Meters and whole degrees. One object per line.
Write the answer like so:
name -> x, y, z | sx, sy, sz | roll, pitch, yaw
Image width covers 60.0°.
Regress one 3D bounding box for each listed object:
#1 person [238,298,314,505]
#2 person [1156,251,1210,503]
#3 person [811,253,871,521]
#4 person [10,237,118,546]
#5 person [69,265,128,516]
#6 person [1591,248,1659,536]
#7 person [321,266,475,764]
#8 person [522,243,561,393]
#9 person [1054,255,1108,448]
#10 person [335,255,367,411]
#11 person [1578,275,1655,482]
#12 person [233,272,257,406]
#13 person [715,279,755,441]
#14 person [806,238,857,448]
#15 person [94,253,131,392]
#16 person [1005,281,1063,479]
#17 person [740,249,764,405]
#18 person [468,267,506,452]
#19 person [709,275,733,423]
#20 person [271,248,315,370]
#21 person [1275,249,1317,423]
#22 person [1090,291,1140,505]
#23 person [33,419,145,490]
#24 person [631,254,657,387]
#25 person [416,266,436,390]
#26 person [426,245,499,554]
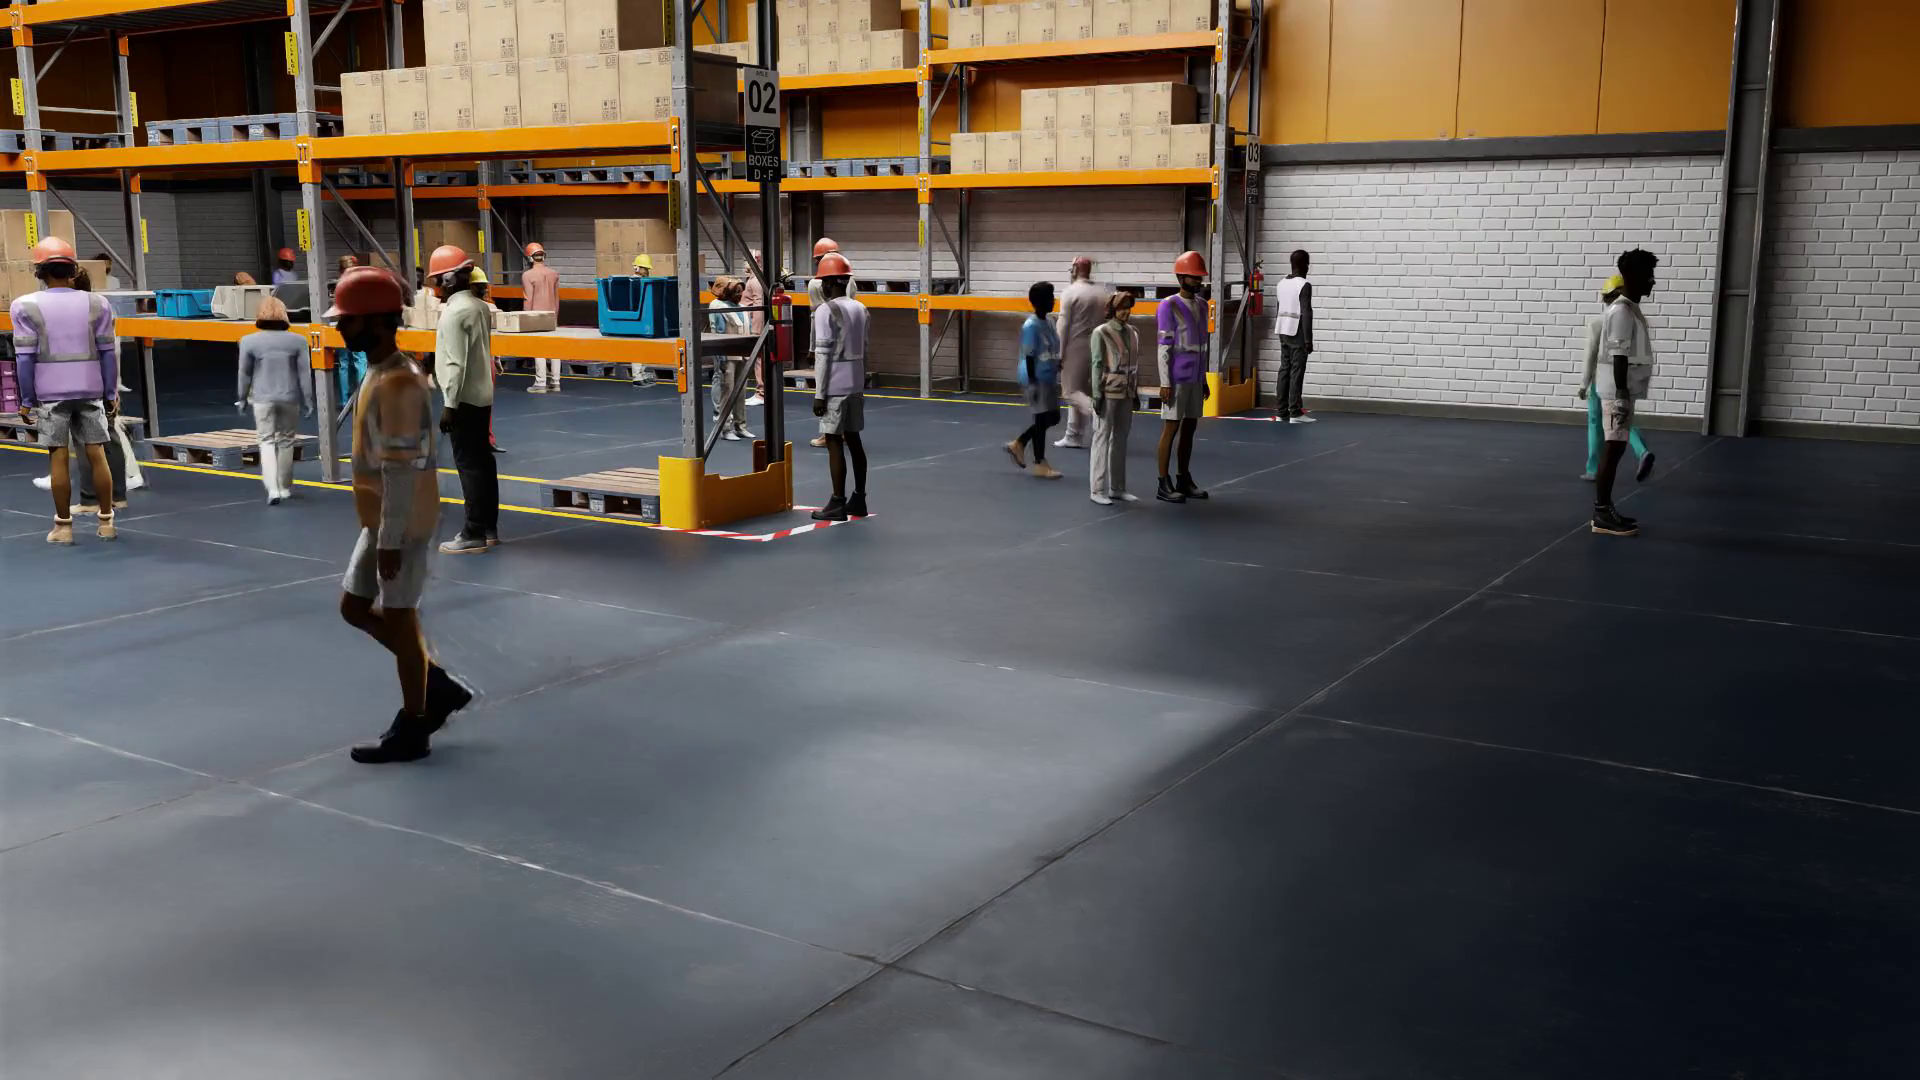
person -> -5.277, -1.066, 12.823 | 0.535, 1.586, 0.684 | -5, 11, -25
person -> 1.761, -1.259, 12.896 | 0.551, 1.935, 0.371 | -10, 14, -43
person -> -0.887, -1.104, 12.065 | 0.382, 1.932, 0.542 | 6, 12, 32
person -> -5.929, -0.978, 11.052 | 0.607, 2.041, 0.386 | -9, 13, -40
person -> -6.424, -1.095, 12.242 | 0.325, 1.843, 0.517 | 5, 11, 24
person -> 4.592, -1.025, 11.514 | 0.361, 1.963, 0.612 | 4, 11, 22
person -> -2.197, -0.080, 6.394 | 0.412, 1.923, 0.569 | -5, 11, -27
person -> -5.590, -2.950, 22.135 | 0.400, 1.984, 0.610 | 7, 12, 33
person -> 1.213, -1.789, 15.995 | 0.723, 1.877, 0.648 | 8, 13, 38
person -> -7.217, -2.445, 19.711 | 0.564, 1.848, 0.390 | 4, 11, 19
person -> 5.434, -1.308, 13.714 | 0.554, 1.740, 0.628 | -2, 10, -10
person -> -8.688, -2.448, 20.327 | 0.500, 1.630, 0.289 | 5, 11, 25
person -> -2.290, -1.827, 16.879 | 0.313, 1.637, 0.524 | 6, 12, 29
person -> -1.280, -1.918, 16.255 | 0.387, 2.039, 0.615 | 8, 13, 38
person -> -11.328, -2.884, 22.140 | 0.381, 1.854, 0.546 | 4, 11, 21
person -> 0.642, -1.360, 14.153 | 0.477, 1.678, 0.542 | 4, 11, 23
person -> -2.519, -2.609, 20.460 | 0.408, 1.908, 0.646 | -1, 10, -5
person -> -4.550, -1.683, 15.712 | 0.305, 1.772, 0.525 | 7, 12, 34
person -> -2.618, -2.122, 18.515 | 0.285, 1.633, 0.498 | 3, 11, 16
person -> -10.427, -3.577, 25.833 | 0.817, 1.908, 0.562 | 3, 11, 17
person -> 3.714, -2.255, 18.467 | 0.391, 1.918, 0.593 | -4, 11, -23
person -> 1.196, -1.095, 12.816 | 0.522, 1.636, 0.310 | -10, 14, -44
person -> -7.063, -1.289, 13.411 | 0.997, 1.818, 0.561 | 3, 11, 15
person -> -4.393, -3.024, 22.991 | 0.404, 1.823, 0.591 | 1, 10, 5
person -> -7.209, -2.818, 22.214 | 0.559, 1.681, 0.394 | -9, 13, -40
person -> -3.226, -0.904, 10.795 | 0.393, 1.985, 0.611 | 1, 10, 3
